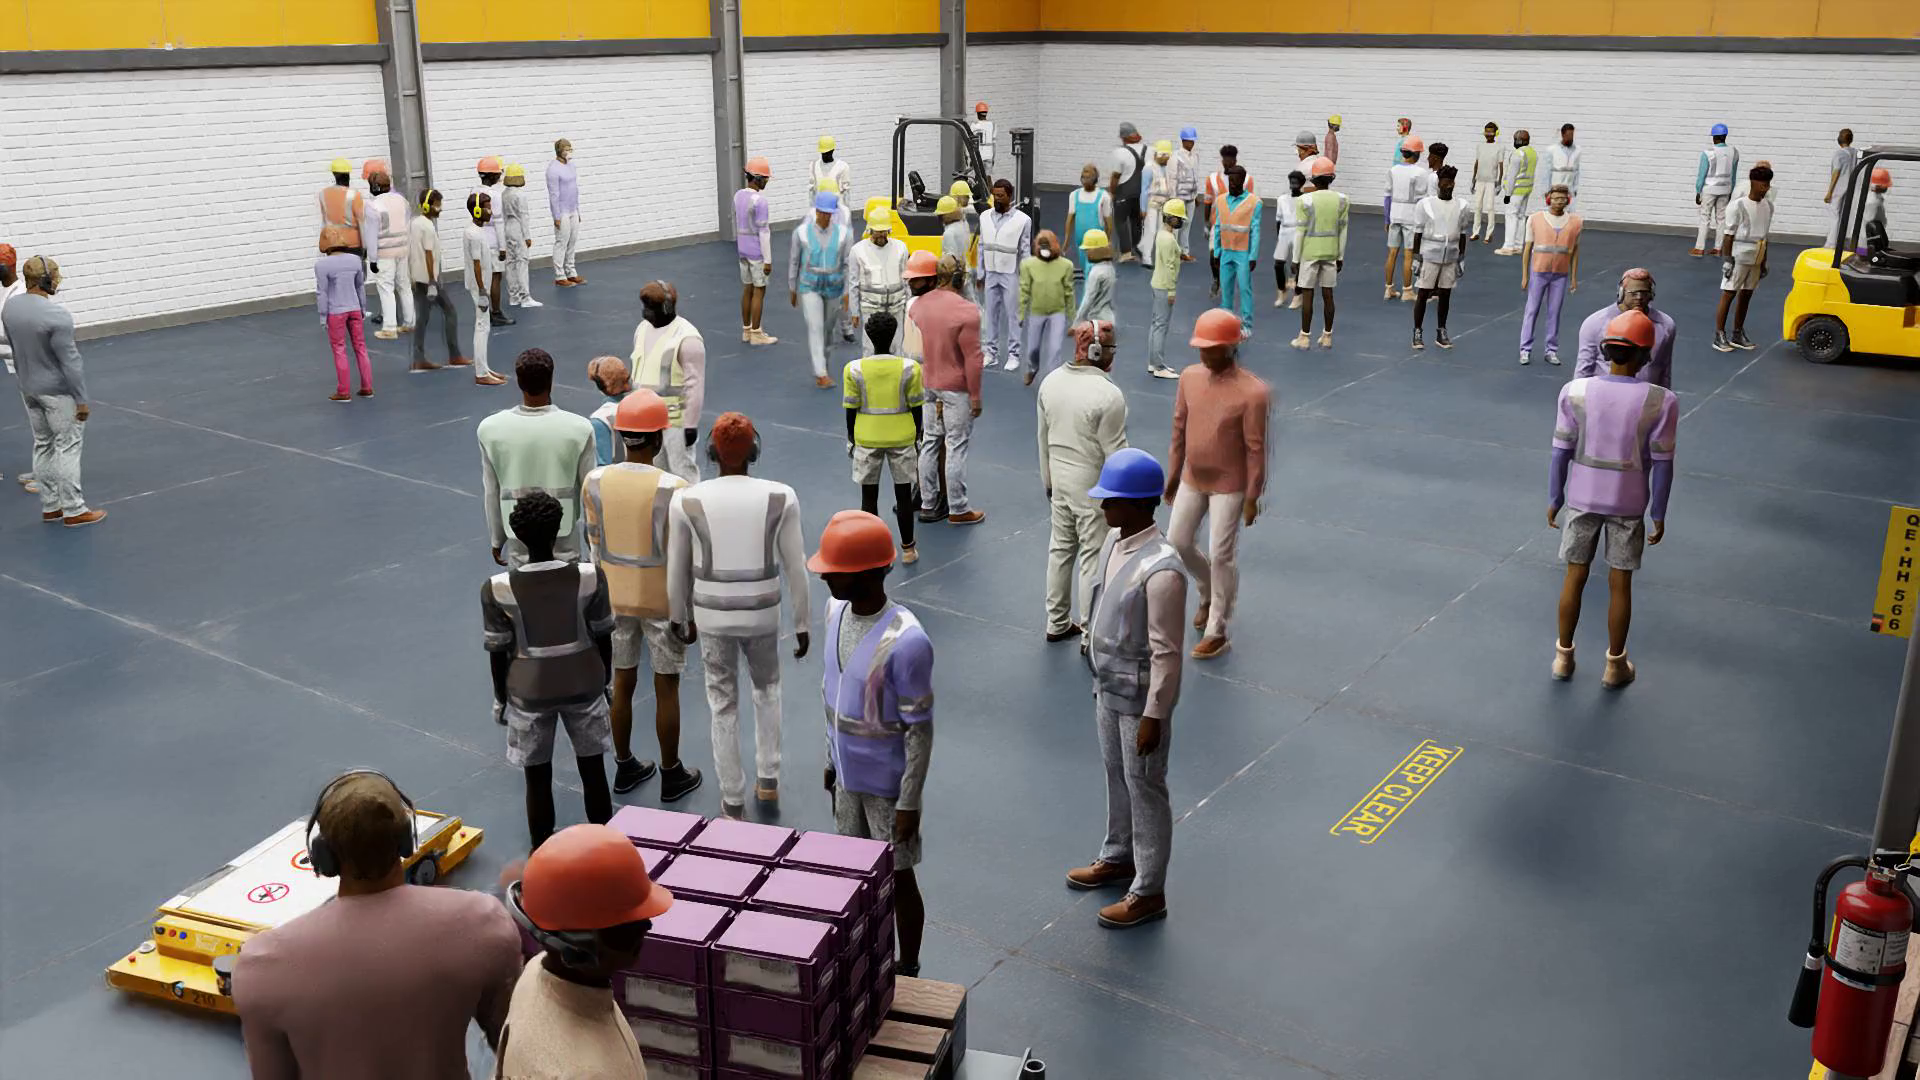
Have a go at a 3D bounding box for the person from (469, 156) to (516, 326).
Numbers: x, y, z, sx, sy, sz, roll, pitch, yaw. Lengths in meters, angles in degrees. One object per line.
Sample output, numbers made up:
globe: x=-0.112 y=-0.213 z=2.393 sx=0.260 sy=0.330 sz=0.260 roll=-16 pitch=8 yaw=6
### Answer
person: x=-5.395 y=-3.438 z=19.193 sx=0.548 sy=1.934 sz=0.384 roll=15 pitch=23 yaw=40

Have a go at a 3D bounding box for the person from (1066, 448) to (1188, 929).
person: x=0.677 y=0.581 z=6.591 sx=0.389 sy=1.948 sz=0.608 roll=-5 pitch=19 yaw=-17

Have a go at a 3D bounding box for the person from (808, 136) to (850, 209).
person: x=-1.778 y=-4.499 z=22.529 sx=0.585 sy=1.917 sz=0.381 roll=5 pitch=18 yaw=14

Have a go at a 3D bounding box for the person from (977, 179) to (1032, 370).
person: x=0.440 y=-2.692 z=16.873 sx=0.587 sy=1.920 sz=0.391 roll=10 pitch=20 yaw=28

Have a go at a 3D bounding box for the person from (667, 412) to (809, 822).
person: x=-0.995 y=0.345 z=7.467 sx=0.614 sy=1.864 sz=0.548 roll=-4 pitch=18 yaw=-11

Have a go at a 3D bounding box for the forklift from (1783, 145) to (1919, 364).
forklift: x=9.803 y=-2.879 z=17.013 sx=2.313 sy=2.155 sz=1.214 roll=12 pitch=21 yaw=33

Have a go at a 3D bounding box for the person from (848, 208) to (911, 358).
person: x=-0.731 y=-2.157 z=15.371 sx=0.601 sy=1.817 sz=0.403 roll=-6 pitch=19 yaw=-19

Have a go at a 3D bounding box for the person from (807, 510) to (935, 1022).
person: x=-0.323 y=0.816 z=5.877 sx=0.375 sy=1.934 sz=0.547 roll=-14 pitch=22 yaw=-36

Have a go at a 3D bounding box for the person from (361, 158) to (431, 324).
person: x=-6.619 y=-3.495 z=19.404 sx=0.556 sy=1.908 sz=0.670 roll=15 pitch=23 yaw=38

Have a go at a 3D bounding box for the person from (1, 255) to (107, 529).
person: x=-6.357 y=-1.029 z=11.666 sx=0.641 sy=1.927 sz=0.386 roll=8 pitch=20 yaw=24

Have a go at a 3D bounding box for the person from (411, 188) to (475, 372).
person: x=-5.265 y=-2.627 z=16.811 sx=0.791 sy=1.826 sz=0.554 roll=-13 pitch=22 yaw=-35

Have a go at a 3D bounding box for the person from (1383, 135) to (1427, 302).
person: x=5.574 y=-4.005 z=20.778 sx=0.385 sy=2.045 sz=0.605 roll=-14 pitch=22 yaw=-36

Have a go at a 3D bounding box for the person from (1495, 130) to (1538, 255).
person: x=8.308 y=-5.174 z=24.788 sx=0.429 sy=1.832 sz=0.635 roll=17 pitch=24 yaw=42

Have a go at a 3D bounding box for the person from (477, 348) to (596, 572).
person: x=-2.142 y=-0.031 z=8.577 sx=0.585 sy=1.911 sz=0.391 roll=-2 pitch=18 yaw=-8

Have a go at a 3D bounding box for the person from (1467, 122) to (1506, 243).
person: x=8.258 y=-5.610 z=26.102 sx=0.510 sy=1.860 sz=0.333 roll=16 pitch=24 yaw=41

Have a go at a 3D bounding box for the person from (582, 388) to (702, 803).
person: x=-1.429 y=0.262 z=7.630 sx=0.539 sy=1.929 sz=0.388 roll=5 pitch=18 yaw=15

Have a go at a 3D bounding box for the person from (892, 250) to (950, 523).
person: x=-0.250 y=-1.090 z=11.834 sx=0.358 sy=1.938 sz=0.545 roll=-14 pitch=22 yaw=-37

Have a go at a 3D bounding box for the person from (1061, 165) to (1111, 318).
person: x=1.471 y=-3.488 z=19.552 sx=0.509 sy=1.794 sz=0.962 roll=10 pitch=20 yaw=29

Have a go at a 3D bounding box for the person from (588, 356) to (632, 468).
person: x=-1.986 y=-0.275 z=9.771 sx=0.313 sy=1.638 sz=0.513 roll=6 pitch=19 yaw=19

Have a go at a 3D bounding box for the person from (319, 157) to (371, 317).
person: x=-7.178 y=-3.492 z=19.398 sx=0.593 sy=1.906 sz=0.673 roll=6 pitch=19 yaw=17

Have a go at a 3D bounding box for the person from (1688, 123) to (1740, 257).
person: x=11.129 y=-5.150 z=24.534 sx=0.604 sy=1.939 sz=0.416 roll=-3 pitch=18 yaw=-8

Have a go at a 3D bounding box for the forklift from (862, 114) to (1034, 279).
forklift: x=-0.171 y=-4.594 z=22.377 sx=2.313 sy=2.155 sz=1.214 roll=1 pitch=18 yaw=3

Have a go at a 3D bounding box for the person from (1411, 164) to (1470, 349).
person: x=5.154 y=-3.040 z=17.885 sx=0.606 sy=1.966 sz=0.367 roll=-2 pitch=18 yaw=-5

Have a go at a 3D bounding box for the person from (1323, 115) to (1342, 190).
person: x=6.540 y=-6.595 z=29.344 sx=0.327 sy=1.760 sz=0.523 roll=3 pitch=18 yaw=9

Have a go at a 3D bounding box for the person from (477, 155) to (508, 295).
person: x=-5.899 y=-4.031 z=21.314 sx=0.532 sy=1.765 sz=0.331 roll=-11 pitch=21 yaw=-31

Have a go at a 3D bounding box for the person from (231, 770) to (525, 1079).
person: x=-1.363 y=1.423 z=4.052 sx=0.659 sy=1.896 sz=0.632 roll=-10 pitch=20 yaw=-28

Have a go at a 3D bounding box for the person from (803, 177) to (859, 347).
person: x=-1.399 y=-3.005 z=18.010 sx=0.618 sy=1.822 sz=0.407 roll=-12 pitch=21 yaw=-32

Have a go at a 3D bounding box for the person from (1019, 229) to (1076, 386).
person: x=0.821 y=-2.138 z=15.644 sx=0.532 sy=1.608 sz=0.569 roll=1 pitch=18 yaw=2

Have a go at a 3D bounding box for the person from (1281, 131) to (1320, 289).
person: x=4.457 y=-4.319 z=21.765 sx=0.535 sy=2.000 sz=0.687 roll=4 pitch=18 yaw=13

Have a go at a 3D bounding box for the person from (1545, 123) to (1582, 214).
person: x=9.109 y=-5.337 z=25.185 sx=0.621 sy=1.895 sz=0.436 roll=-4 pitch=18 yaw=-12

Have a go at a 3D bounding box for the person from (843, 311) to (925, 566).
person: x=-0.491 y=-0.643 z=10.831 sx=0.532 sy=1.693 sz=0.319 roll=-1 pitch=18 yaw=-3

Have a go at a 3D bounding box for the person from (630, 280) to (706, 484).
person: x=-1.973 y=-0.825 z=11.160 sx=0.632 sy=1.841 sz=0.429 roll=15 pitch=23 yaw=40
